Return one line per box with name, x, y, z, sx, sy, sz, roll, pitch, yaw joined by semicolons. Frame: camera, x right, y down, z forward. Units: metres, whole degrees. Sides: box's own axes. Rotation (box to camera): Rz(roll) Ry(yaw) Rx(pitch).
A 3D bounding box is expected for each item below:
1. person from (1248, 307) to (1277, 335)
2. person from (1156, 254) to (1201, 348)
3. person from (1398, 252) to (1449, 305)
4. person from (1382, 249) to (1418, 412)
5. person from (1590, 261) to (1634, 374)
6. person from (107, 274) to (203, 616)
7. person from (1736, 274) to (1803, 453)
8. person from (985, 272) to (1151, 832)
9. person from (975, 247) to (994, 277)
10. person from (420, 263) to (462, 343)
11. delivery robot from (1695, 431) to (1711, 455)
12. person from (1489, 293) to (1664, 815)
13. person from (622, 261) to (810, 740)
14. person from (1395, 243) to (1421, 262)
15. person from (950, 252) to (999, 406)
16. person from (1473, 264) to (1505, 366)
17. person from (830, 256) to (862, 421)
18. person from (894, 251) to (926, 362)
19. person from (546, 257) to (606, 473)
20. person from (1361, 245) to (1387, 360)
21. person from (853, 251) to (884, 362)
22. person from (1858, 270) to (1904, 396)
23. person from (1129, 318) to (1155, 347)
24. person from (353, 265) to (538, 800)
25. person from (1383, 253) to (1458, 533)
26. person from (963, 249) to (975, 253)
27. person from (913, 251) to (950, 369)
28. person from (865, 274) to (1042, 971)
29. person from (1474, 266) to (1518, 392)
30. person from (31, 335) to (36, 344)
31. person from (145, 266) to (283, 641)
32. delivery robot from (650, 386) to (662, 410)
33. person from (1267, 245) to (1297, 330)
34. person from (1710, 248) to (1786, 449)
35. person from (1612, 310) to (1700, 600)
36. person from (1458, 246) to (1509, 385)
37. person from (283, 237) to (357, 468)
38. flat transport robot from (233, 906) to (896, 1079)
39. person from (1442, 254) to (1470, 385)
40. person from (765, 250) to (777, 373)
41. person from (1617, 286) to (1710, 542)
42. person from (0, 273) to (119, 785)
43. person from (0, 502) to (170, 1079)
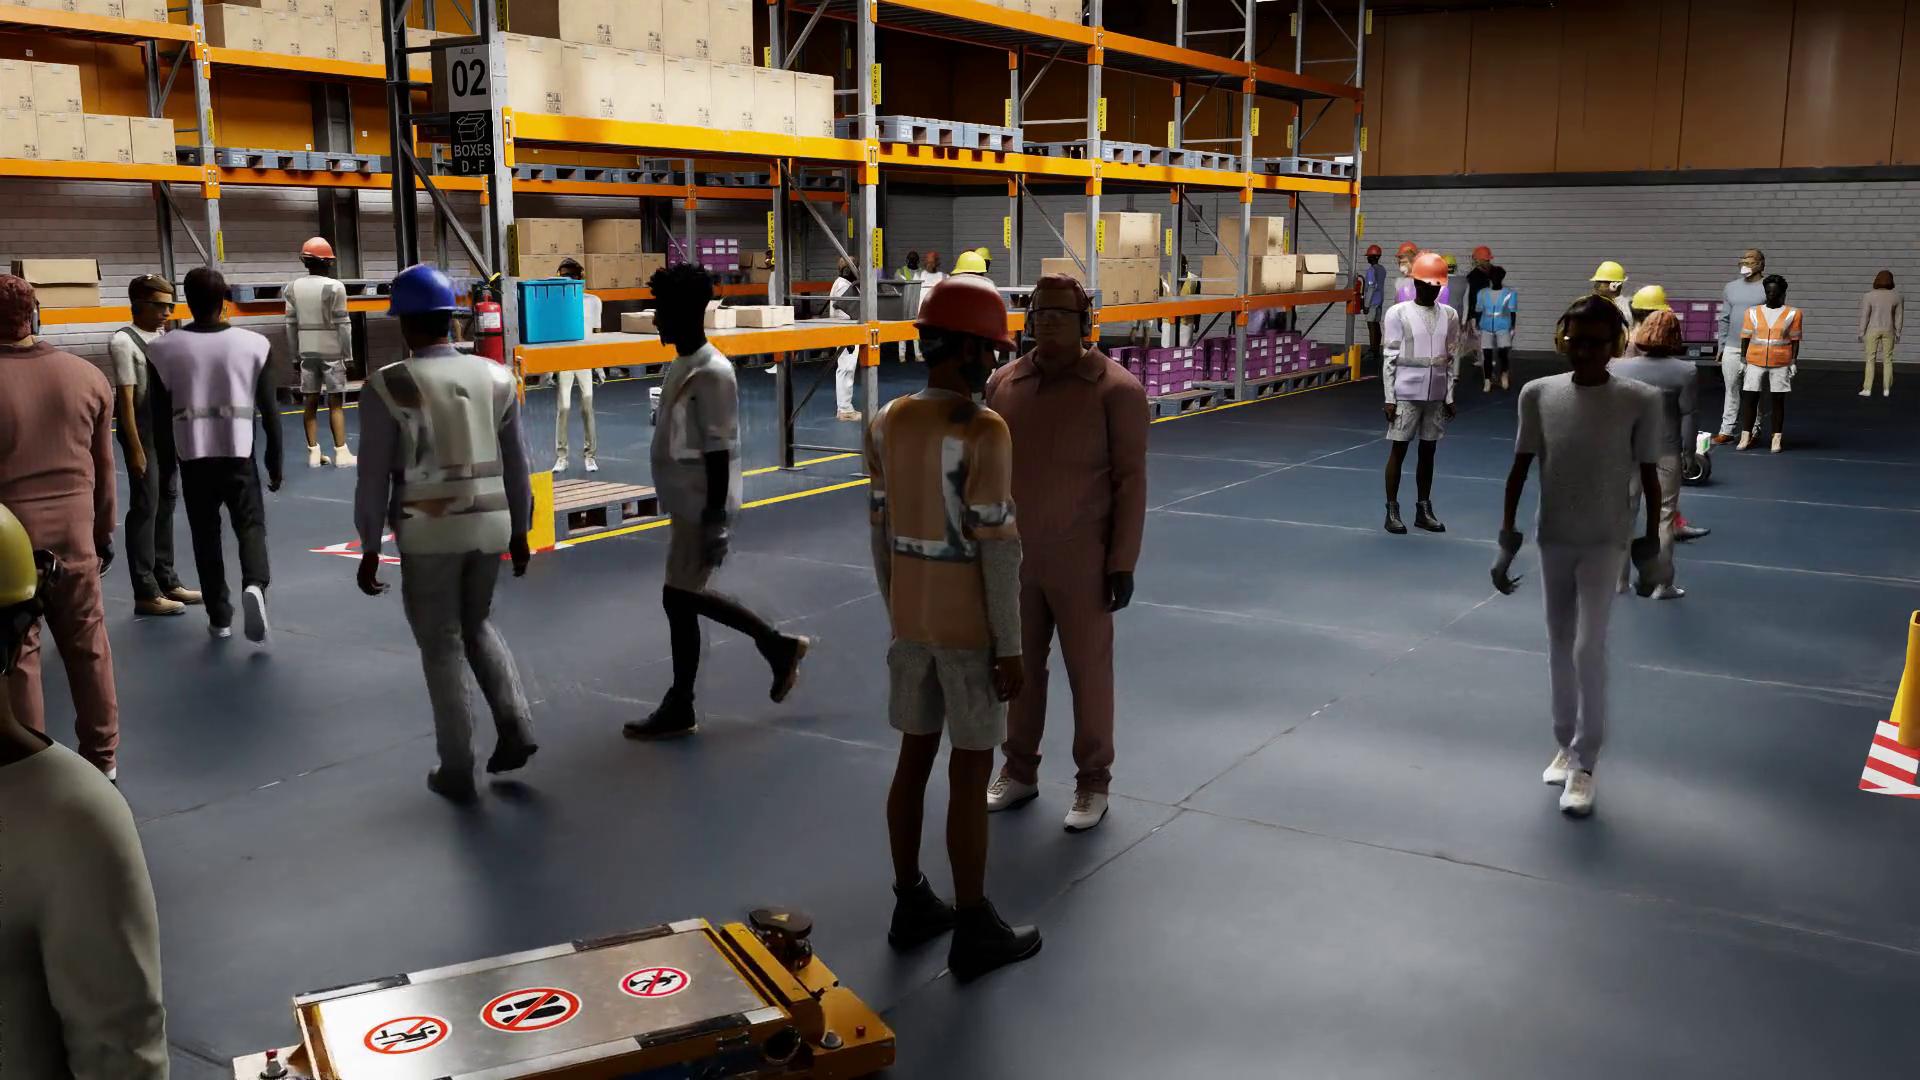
person;4.644;-3.474;25.399;0.881;1.863;0.670;-4;11;-22
person;3.010;-3.020;22.941;0.629;1.837;0.429;0;10;1
person;5.055;-2.213;18.318;0.565;1.880;0.997;5;11;26
person;5.250;-2.431;19.480;0.744;1.909;0.650;-7;13;-35
person;5.662;-1.517;14.609;0.404;1.835;0.588;0;10;-2
person;-4.385;-0.516;9.055;0.344;1.839;0.506;0;10;1
person;7.731;-1.682;15.905;0.540;1.696;0.315;6;12;31
person;0.317;0.040;5.764;0.651;1.913;0.410;6;12;32
person;0.288;-3.204;23.740;0.394;1.919;0.582;-2;10;-9
person;-5.769;-2.124;18.137;0.574;1.765;0.976;1;10;5
delivery robot;5.897;-0.803;13.938;0.707;0.478;0.477;4;11;23
person;2.200;0.043;5.975;0.507;1.834;0.771;8;13;36
person;-1.000;-0.157;6.774;0.745;1.942;0.624;-4;11;-20
person;5.802;-2.832;21.511;0.415;1.981;0.652;2;10;13
person;0.101;-1.352;13.434;0.369;1.928;0.586;-6;12;-29
person;8.512;-3.612;26.817;0.506;1.640;0.344;0;10;2
person;-1.249;-2.269;18.753;0.429;1.842;0.636;-2;10;-9
person;-0.790;-3.878;27.693;0.622;1.837;0.430;-3;11;-16
person;-3.358;-1.520;14.524;0.513;1.872;0.331;-2;10;-8
person;7.010;-4.035;28.273;0.357;1.938;0.542;7;13;35
person;-1.609;-3.884;27.515;0.678;1.902;0.720;4;11;22
person;11.950;-2.679;21.602;0.507;1.631;0.271;2;10;13
person;2.947;-3.800;27.023;0.556;1.919;0.577;3;11;19
person;-1.878;-0.021;6.046;0.451;1.930;0.623;8;13;39
person;3.190;-1.006;11.507;0.543;1.932;0.365;-2;11;-13
person;0.155;-3.454;25.207;0.353;1.883;0.573;-3;11;-16
person;-0.413;-3.365;24.770;0.586;1.866;0.715;2;10;9
person;-0.011;0.231;4.665;0.374;1.928;0.543;-9;14;-42
person;7.111;-2.795;22.118;0.546;1.687;0.360;5;12;28
person;-4.586;-0.255;8.160;0.523;1.637;0.306;-3;11;-17
person;-3.703;-0.410;8.324;0.596;1.897;0.744;-5;11;-27
delivery robot;-3.063;-1.589;18.292;0.477;0.478;0.707;9;13;40
person;4.903;-3.488;25.183;0.601;1.960;0.663;-7;12;-34
person;7.681;-1.864;16.240;0.371;1.940;0.630;-7;12;-34
person;3.917;-0.481;9.421;0.498;1.634;0.280;9;14;41
person;7.287;-3.175;23.524;1.030;1.945;0.620;8;13;36
person;-5.670;-1.658;14.806;0.605;2.045;0.387;2;11;14
flat transport robot;-0.937;1.186;3.965;1.431;0.197;0.652;-5;11;-27
person;6.783;-3.066;23.192;0.586;1.834;0.403;0;10;-2
person;-2.814;-3.470;25.330;0.335;1.873;0.519;-2;10;-8
person;4.565;-0.840;11.179;0.547;1.716;0.922;-9;14;-42
person;-3.353;0.006;5.974;0.410;1.908;0.643;6;12;32
person;-1.152;0.793;1.994;0.524;1.769;0.315;6;12;29
